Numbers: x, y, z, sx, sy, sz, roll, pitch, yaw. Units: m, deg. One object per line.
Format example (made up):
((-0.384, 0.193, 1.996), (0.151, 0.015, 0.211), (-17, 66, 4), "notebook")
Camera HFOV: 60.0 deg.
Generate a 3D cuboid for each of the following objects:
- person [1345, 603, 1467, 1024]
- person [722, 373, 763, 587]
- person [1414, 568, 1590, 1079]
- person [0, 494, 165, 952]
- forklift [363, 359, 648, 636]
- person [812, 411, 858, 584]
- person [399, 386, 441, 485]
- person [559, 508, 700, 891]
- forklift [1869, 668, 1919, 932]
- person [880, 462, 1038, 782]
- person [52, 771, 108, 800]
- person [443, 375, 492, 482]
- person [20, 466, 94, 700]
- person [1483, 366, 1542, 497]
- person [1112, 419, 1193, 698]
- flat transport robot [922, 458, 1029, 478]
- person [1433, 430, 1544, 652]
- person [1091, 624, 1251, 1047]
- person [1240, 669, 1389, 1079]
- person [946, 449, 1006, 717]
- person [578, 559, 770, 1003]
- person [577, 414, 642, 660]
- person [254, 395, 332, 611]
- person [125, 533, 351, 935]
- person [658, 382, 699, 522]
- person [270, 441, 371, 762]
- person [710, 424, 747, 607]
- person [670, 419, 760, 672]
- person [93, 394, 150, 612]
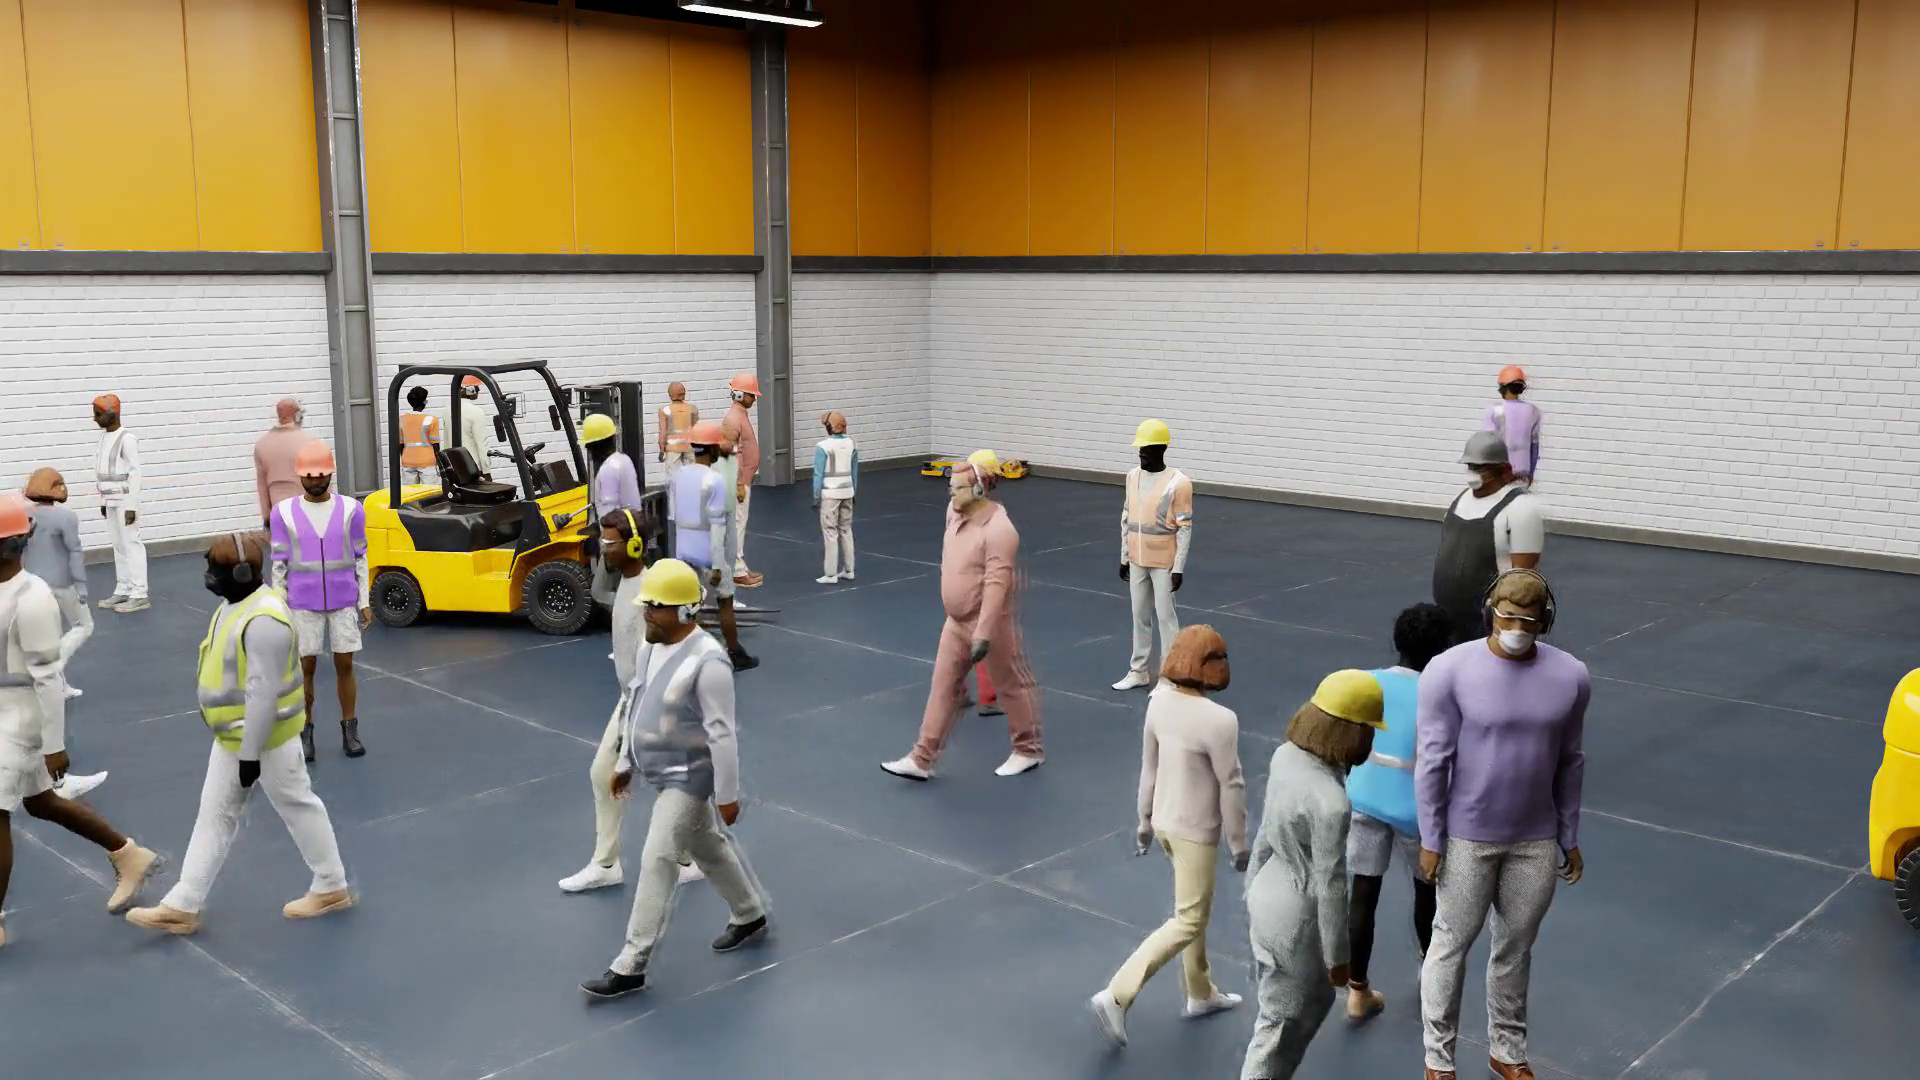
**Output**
((1.794, 1.050, 6.635), (0.553, 1.640, 0.821), (8, 12, 41), "person")
((-2.030, -0.561, 15.517), (0.391, 1.986, 0.609), (-1, 9, -4), "person")
((1.894, 1.044, 5.840), (0.627, 1.936, 0.373), (-1, 9, -8), "person")
((-4.039, 0.773, 7.262), (0.980, 2.013, 0.612), (-9, 13, -43), "person")
((-3.850, -0.407, 13.936), (2.313, 2.155, 1.214), (2, 9, 11), "forklift")
((-1.163, -0.398, 15.610), (0.322, 1.634, 0.523), (9, 13, 42), "person")
((-5.840, -0.816, 17.998), (0.529, 1.690, 0.321), (3, 10, 18), "person")
((-1.573, 0.778, 7.767), (0.781, 1.833, 0.523), (-6, 11, -31), "person")
((5.205, 0.723, 7.013), (2.313, 2.155, 1.214), (9, 13, 43), "forklift")
((0.055, 0.482, 9.522), (0.992, 1.854, 0.657), (-6, 11, -32), "person")
((-5.154, 0.612, 8.831), (0.992, 1.813, 0.529), (-5, 10, -26), "person")
((-4.783, -0.684, 16.250), (0.612, 1.995, 0.382), (7, 11, 35), "person")
((-6.141, 0.314, 11.249), (0.528, 1.618, 0.403), (3, 10, 15), "person")
((5.301, -0.694, 16.248), (0.645, 2.004, 0.942), (-2, 9, -10), "person")
((1.330, 0.126, 11.489), (0.365, 1.928, 0.585), (-9, 13, -42), "person")
((0.223, -1.038, 23.687), (1.431, 0.197, 0.652), (2, 9, 13), "flat transport robot")
((3.145, 0.339, 9.835), (0.779, 2.000, 0.682), (-5, 10, -27), "person")
((0.808, 1.121, 6.357), (0.721, 1.607, 0.492), (-4, 10, -25), "person")
((1.097, 1.236, 5.348), (0.479, 1.701, 0.531), (-1, 9, -4), "person")
((0.136, 0.280, 11.036), (0.533, 1.767, 0.324), (9, 13, 43), "person")
((-1.162, 0.948, 6.910), (0.946, 1.788, 0.593), (-6, 11, -33), "person")
((-2.557, 0.005, 12.322), (0.478, 1.893, 0.684), (0, 9, 2), "person")
((-5.566, -0.252, 13.962), (0.674, 1.924, 0.467), (3, 10, 18), "person")
((-3.201, 0.865, 7.366), (0.944, 1.789, 0.650), (-7, 12, -38), "person")
((-3.284, -1.031, 19.467), (0.518, 1.636, 0.312), (-6, 11, -31), "person")
((-3.818, 0.369, 9.974), (0.552, 1.933, 0.374), (-4, 10, -25), "person")
((-2.153, -0.217, 14.539), (0.644, 1.605, 0.534), (6, 11, 32), "person")
((-1.868, 0.080, 11.908), (0.563, 1.889, 0.988), (6, 11, 34), "person")
((-7.258, -0.322, 14.360), (0.572, 1.887, 0.355), (8, 12, 41), "person")
